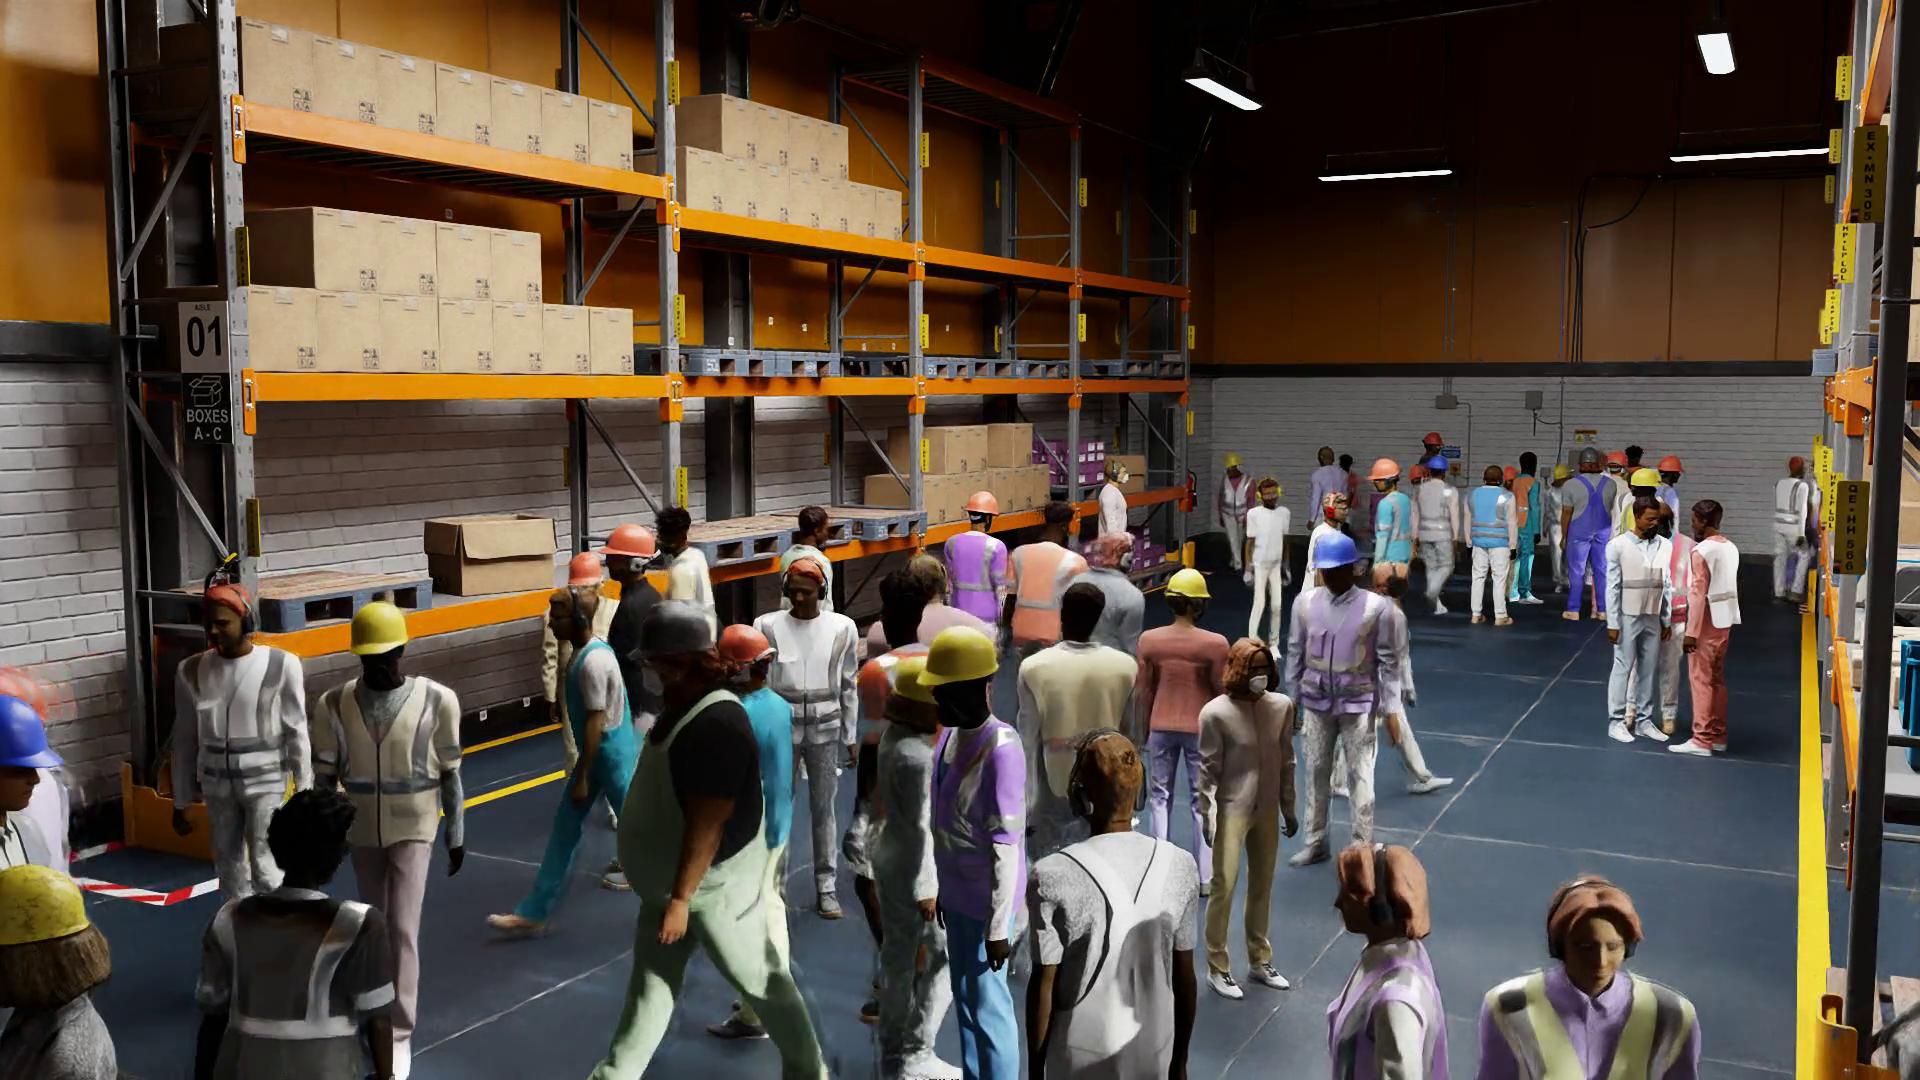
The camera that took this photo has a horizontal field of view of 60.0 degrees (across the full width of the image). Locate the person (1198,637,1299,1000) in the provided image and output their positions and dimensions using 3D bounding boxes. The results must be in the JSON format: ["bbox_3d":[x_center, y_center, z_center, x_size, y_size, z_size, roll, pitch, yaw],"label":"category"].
[{"bbox_3d":[1.299,1.242,7.518,0.498,1.628,0.287,-2,6,-25],"label":"person"}]

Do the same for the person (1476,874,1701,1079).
[{"bbox_3d":[1.473,1.578,3.954,0.516,1.624,0.526,1,5,12],"label":"person"}]

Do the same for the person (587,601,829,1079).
[{"bbox_3d":[-0.942,1.168,6.112,1.058,2.000,0.689,-2,6,-24],"label":"person"}]

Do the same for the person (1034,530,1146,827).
[{"bbox_3d":[0.813,0.880,10.123,0.666,1.874,0.662,-4,7,-38],"label":"person"}]

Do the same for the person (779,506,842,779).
[{"bbox_3d":[-1.082,0.716,11.691,0.386,1.910,0.594,-3,6,-32],"label":"person"}]

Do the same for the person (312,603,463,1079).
[{"bbox_3d":[-2.366,1.186,6.917,0.592,1.895,0.971,0,5,-1],"label":"person"}]

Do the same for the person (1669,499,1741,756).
[{"bbox_3d":[5.600,0.649,12.417,0.597,1.908,0.401,-5,7,-44],"label":"person"}]

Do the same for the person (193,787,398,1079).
[{"bbox_3d":[-1.822,1.512,4.494,0.569,1.644,0.891,1,5,11],"label":"person"}]

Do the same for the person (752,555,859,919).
[{"bbox_3d":[-0.806,1.015,8.582,0.573,1.886,0.353,-1,5,-9],"label":"person"}]

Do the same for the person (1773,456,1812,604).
[{"bbox_3d":[10.473,-0.118,20.886,0.585,1.861,0.569,-2,6,-17],"label":"person"}]

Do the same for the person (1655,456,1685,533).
[{"bbox_3d":[8.214,-0.013,19.364,0.378,1.936,0.548,-1,5,-6],"label":"person"}]

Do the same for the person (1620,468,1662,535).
[{"bbox_3d":[6.787,0.245,16.642,0.384,1.928,0.589,2,6,23],"label":"person"}]

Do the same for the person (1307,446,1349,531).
[{"bbox_3d":[4.957,-0.300,22.484,0.627,1.934,0.372,-3,6,-31],"label":"person"}]

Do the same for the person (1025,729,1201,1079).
[{"bbox_3d":[0.407,1.424,4.478,0.501,1.838,0.347,-2,6,-23],"label":"person"}]

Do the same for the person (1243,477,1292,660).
[{"bbox_3d":[3.106,0.290,16.620,0.577,1.845,0.468,-2,6,-23],"label":"person"}]

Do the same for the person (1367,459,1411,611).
[{"bbox_3d":[4.265,0.203,16.579,0.407,2.030,0.624,4,7,36],"label":"person"}]

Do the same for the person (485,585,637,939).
[{"bbox_3d":[-1.804,1.101,8.271,1.050,1.776,0.519,-2,6,-25],"label":"person"}]

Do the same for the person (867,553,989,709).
[{"bbox_3d":[-0.202,1.009,8.644,0.638,1.884,1.015,-1,5,-14],"label":"person"}]

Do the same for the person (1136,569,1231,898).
[{"bbox_3d":[1.209,1.037,8.994,0.526,1.765,0.329,2,6,24],"label":"person"}]

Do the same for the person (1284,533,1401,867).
[{"bbox_3d":[2.140,0.926,9.335,0.676,1.935,0.480,3,6,30],"label":"person"}]

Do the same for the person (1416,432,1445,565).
[{"bbox_3d":[7.202,-0.630,25.472,0.404,2.037,0.606,3,6,26],"label":"person"}]

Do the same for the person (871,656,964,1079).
[{"bbox_3d":[-0.134,1.298,6.501,0.419,1.721,0.489,-2,6,-23],"label":"person"}]

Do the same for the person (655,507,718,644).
[{"bbox_3d":[-1.853,0.718,11.578,0.437,1.923,0.684,0,5,3],"label":"person"}]

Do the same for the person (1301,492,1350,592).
[{"bbox_3d":[3.168,0.498,14.437,0.387,1.837,0.560,2,6,21],"label":"person"}]

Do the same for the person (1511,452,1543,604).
[{"bbox_3d":[7.107,-0.153,20.985,0.376,1.915,0.600,-2,6,-17],"label":"person"}]

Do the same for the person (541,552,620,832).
[{"bbox_3d":[-2.279,0.936,10.221,0.573,1.739,0.354,-1,5,-14],"label":"person"}]

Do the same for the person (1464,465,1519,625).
[{"bbox_3d":[6.114,0.058,19.114,0.636,1.841,0.429,5,7,42],"label":"person"}]

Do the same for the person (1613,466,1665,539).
[{"bbox_3d":[7.400,0.133,18.158,0.363,1.878,0.580,-4,6,-34],"label":"person"}]

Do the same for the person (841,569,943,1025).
[{"bbox_3d":[-0.280,1.114,7.217,0.426,1.946,0.662,5,7,40],"label":"person"}]

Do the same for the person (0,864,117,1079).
[{"bbox_3d":[-1.955,1.551,3.567,0.302,1.743,0.494,-4,7,-39],"label":"person"}]

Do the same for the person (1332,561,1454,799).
[{"bbox_3d":[2.851,0.934,10.992,0.881,1.583,0.533,0,5,-1],"label":"person"}]

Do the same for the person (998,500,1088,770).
[{"bbox_3d":[0.619,0.681,11.902,0.648,1.933,0.491,3,6,30],"label":"person"}]

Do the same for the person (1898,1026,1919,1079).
[{"bbox_3d":[2.226,1.557,3.611,0.489,1.720,0.723,0,5,3],"label":"person"}]

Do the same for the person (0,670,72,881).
[{"bbox_3d":[-2.975,1.329,5.239,1.062,1.887,0.557,-1,5,-9],"label":"person"}]

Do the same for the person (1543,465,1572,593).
[{"bbox_3d":[8.011,-0.157,22.160,0.516,1.714,0.661,1,5,6],"label":"person"}]

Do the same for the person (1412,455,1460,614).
[{"bbox_3d":[5.636,-0.047,19.792,0.622,1.925,0.605,5,7,43],"label":"person"}]

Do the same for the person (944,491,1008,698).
[{"bbox_3d":[0.145,0.581,13.073,0.548,1.924,0.387,3,6,28],"label":"person"}]

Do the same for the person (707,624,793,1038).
[{"bbox_3d":[-0.901,1.225,7.096,0.349,1.740,0.574,1,5,12],"label":"person"}]

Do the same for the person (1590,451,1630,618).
[{"bbox_3d":[7.677,-0.048,19.511,0.621,1.986,0.409,5,7,44],"label":"person"}]

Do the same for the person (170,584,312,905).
[{"bbox_3d":[-3.203,1.129,7.427,0.596,1.875,0.399,0,5,3],"label":"person"}]

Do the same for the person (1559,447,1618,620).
[{"bbox_3d":[7.345,-0.078,19.521,0.684,2.000,0.535,0,5,-1],"label":"person"}]

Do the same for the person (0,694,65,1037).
[{"bbox_3d":[-2.587,1.375,4.447,0.416,1.939,0.605,0,5,-2],"label":"person"}]

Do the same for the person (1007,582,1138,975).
[{"bbox_3d":[0.511,1.126,7.582,0.628,1.879,0.816,-2,6,-20],"label":"person"}]

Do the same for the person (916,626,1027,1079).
[{"bbox_3d":[0.035,1.251,5.876,0.396,1.918,0.586,-2,6,-19],"label":"person"}]

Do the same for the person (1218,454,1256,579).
[{"bbox_3d":[3.973,-0.348,23.888,0.557,1.770,0.862,1,5,14],"label":"person"}]

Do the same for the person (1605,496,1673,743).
[{"bbox_3d":[5.238,0.608,12.863,0.592,1.909,0.409,-2,6,-19],"label":"person"}]

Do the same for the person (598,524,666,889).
[{"bbox_3d":[-1.790,0.904,9.168,0.369,1.996,0.622,0,5,-3],"label":"person"}]

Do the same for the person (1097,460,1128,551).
[{"bbox_3d":[1.692,0.086,18.298,0.370,1.939,0.631,0,5,5],"label":"person"}]

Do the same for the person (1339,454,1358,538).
[{"bbox_3d":[6.148,-0.545,26.508,0.350,1.665,0.562,-1,5,-10],"label":"person"}]

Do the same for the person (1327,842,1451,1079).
[{"bbox_3d":[1.056,1.553,4.120,0.310,1.636,0.522,1,5,13],"label":"person"}]

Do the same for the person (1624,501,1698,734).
[{"bbox_3d":[5.506,0.611,13.165,0.633,1.841,0.429,3,6,26],"label":"person"}]
